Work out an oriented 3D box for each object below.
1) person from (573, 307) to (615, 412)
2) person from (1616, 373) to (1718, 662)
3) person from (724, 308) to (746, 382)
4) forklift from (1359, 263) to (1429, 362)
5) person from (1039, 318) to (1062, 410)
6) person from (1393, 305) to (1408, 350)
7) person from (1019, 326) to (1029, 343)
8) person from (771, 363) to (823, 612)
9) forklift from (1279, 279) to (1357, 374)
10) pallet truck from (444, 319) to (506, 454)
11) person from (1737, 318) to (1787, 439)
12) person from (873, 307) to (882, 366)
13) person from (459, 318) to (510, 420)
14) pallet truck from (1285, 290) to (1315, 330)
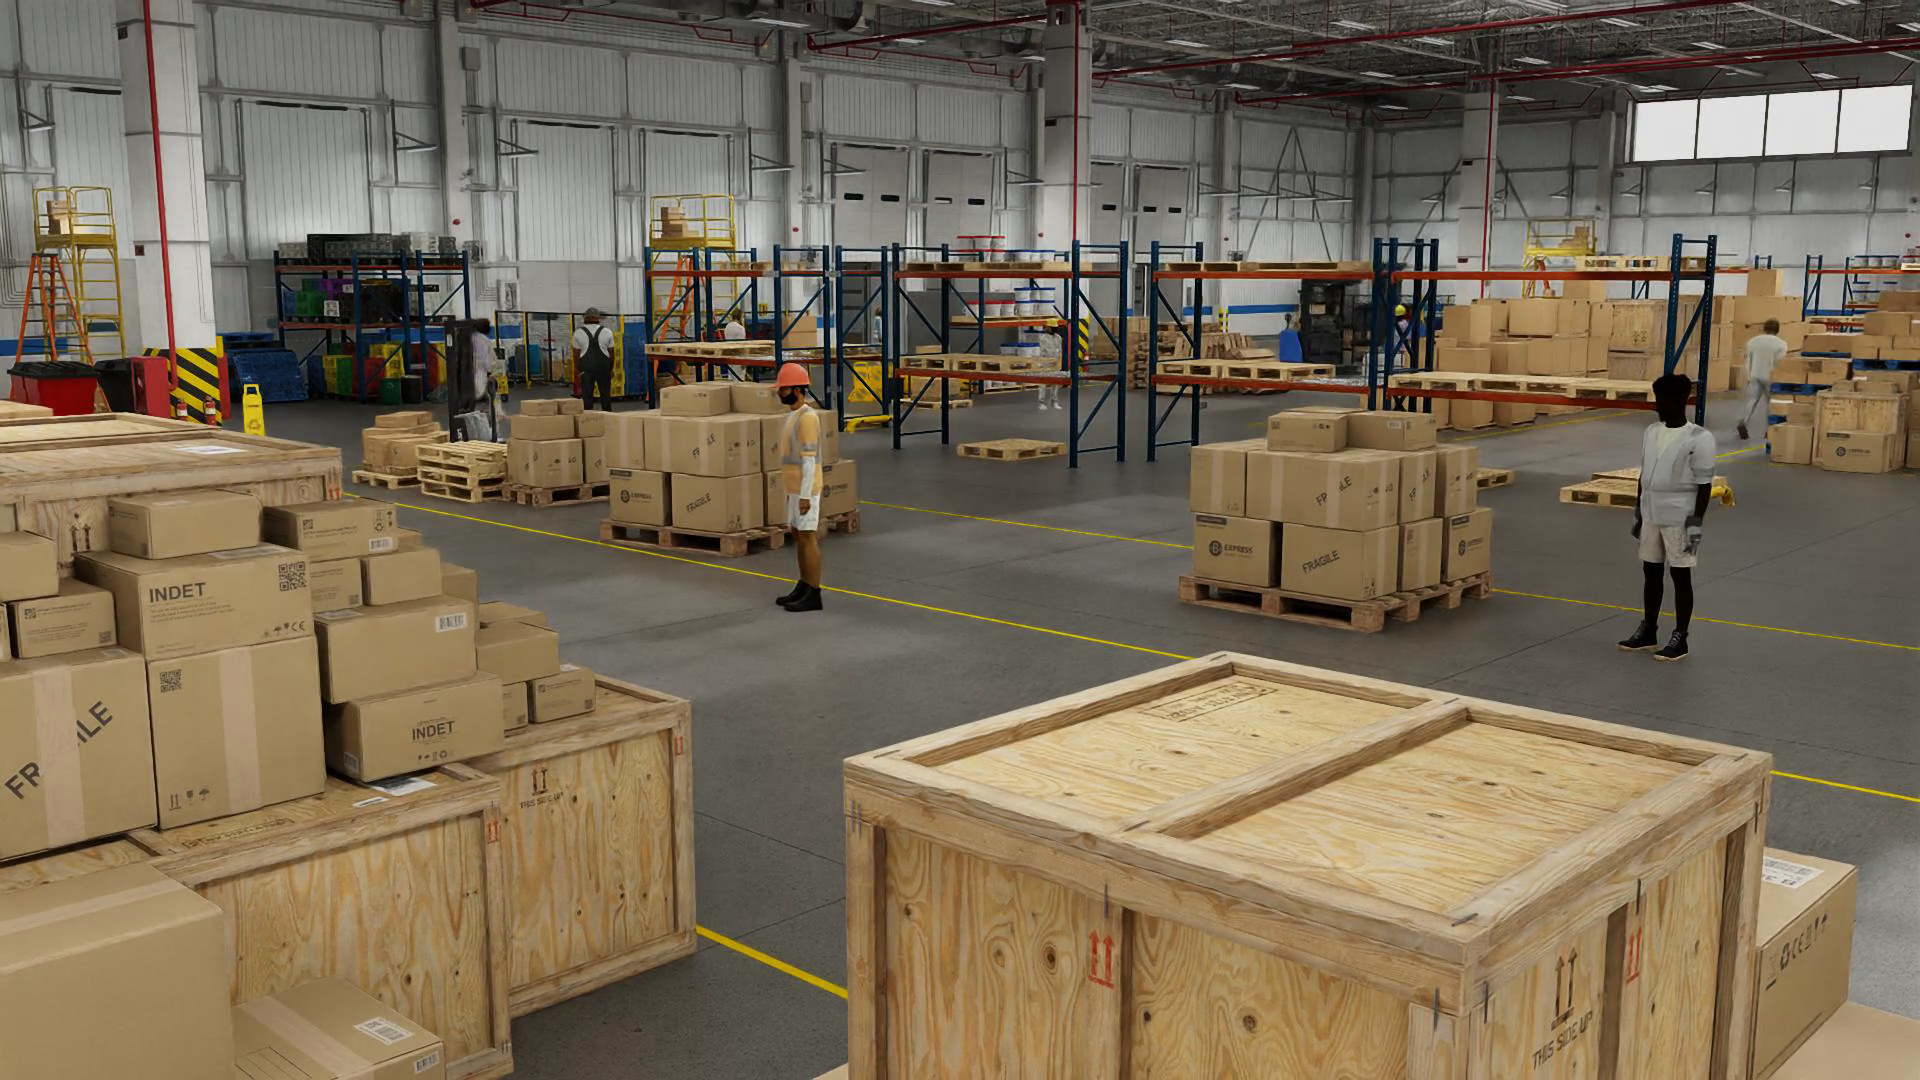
[{"bbox_3d":[-6.135,-2.903,27.914,0.678,2.000,0.537,-2,9,-13],"label":"person"},{"bbox_3d":[4.817,-0.157,11.325,0.381,1.958,0.602,-4,10,-22],"label":"person"},{"bbox_3d":[-4.179,-3.356,31.034,0.365,1.931,0.631,-6,11,-35],"label":"person"},{"bbox_3d":[12.348,-6.453,47.110,1.873,2.768,1.129,3,10,17],"label":"forklift"},{"bbox_3d":[1.729,-3.327,31.459,0.488,1.736,0.321,-5,11,-29],"label":"person"},{"bbox_3d":[9.359,-4.052,35.427,0.429,1.890,0.638,2,9,11],"label":"person"},{"bbox_3d":[1.531,-5.215,42.553,0.997,1.881,0.552,2,10,14],"label":"person"},{"bbox_3d":[-1.267,-0.408,12.975,0.381,1.934,0.546,-3,10,-20],"label":"person"},{"bbox_3d":[8.957,-5.571,41.703,1.129,2.768,1.873,-4,10,-24],"label":"forklift"},{"bbox_3d":[-6.981,-1.942,22.150,1.885,1.965,0.823,1,9,9],"label":"pallet truck"},{"bbox_3d":[12.504,-2.508,25.927,0.889,1.908,0.633,-9,13,-43],"label":"person"},{"bbox_3d":[-2.167,-5.391,44.431,0.315,1.633,0.522,0,9,-2],"label":"person"},{"bbox_3d":[-8.348,-2.968,29.008,0.893,1.814,0.618,-1,9,-7],"label":"person"},{"bbox_3d":[11.297,-6.951,52.861,1.885,1.965,0.823,-5,11,-29],"label":"pallet truck"}]
